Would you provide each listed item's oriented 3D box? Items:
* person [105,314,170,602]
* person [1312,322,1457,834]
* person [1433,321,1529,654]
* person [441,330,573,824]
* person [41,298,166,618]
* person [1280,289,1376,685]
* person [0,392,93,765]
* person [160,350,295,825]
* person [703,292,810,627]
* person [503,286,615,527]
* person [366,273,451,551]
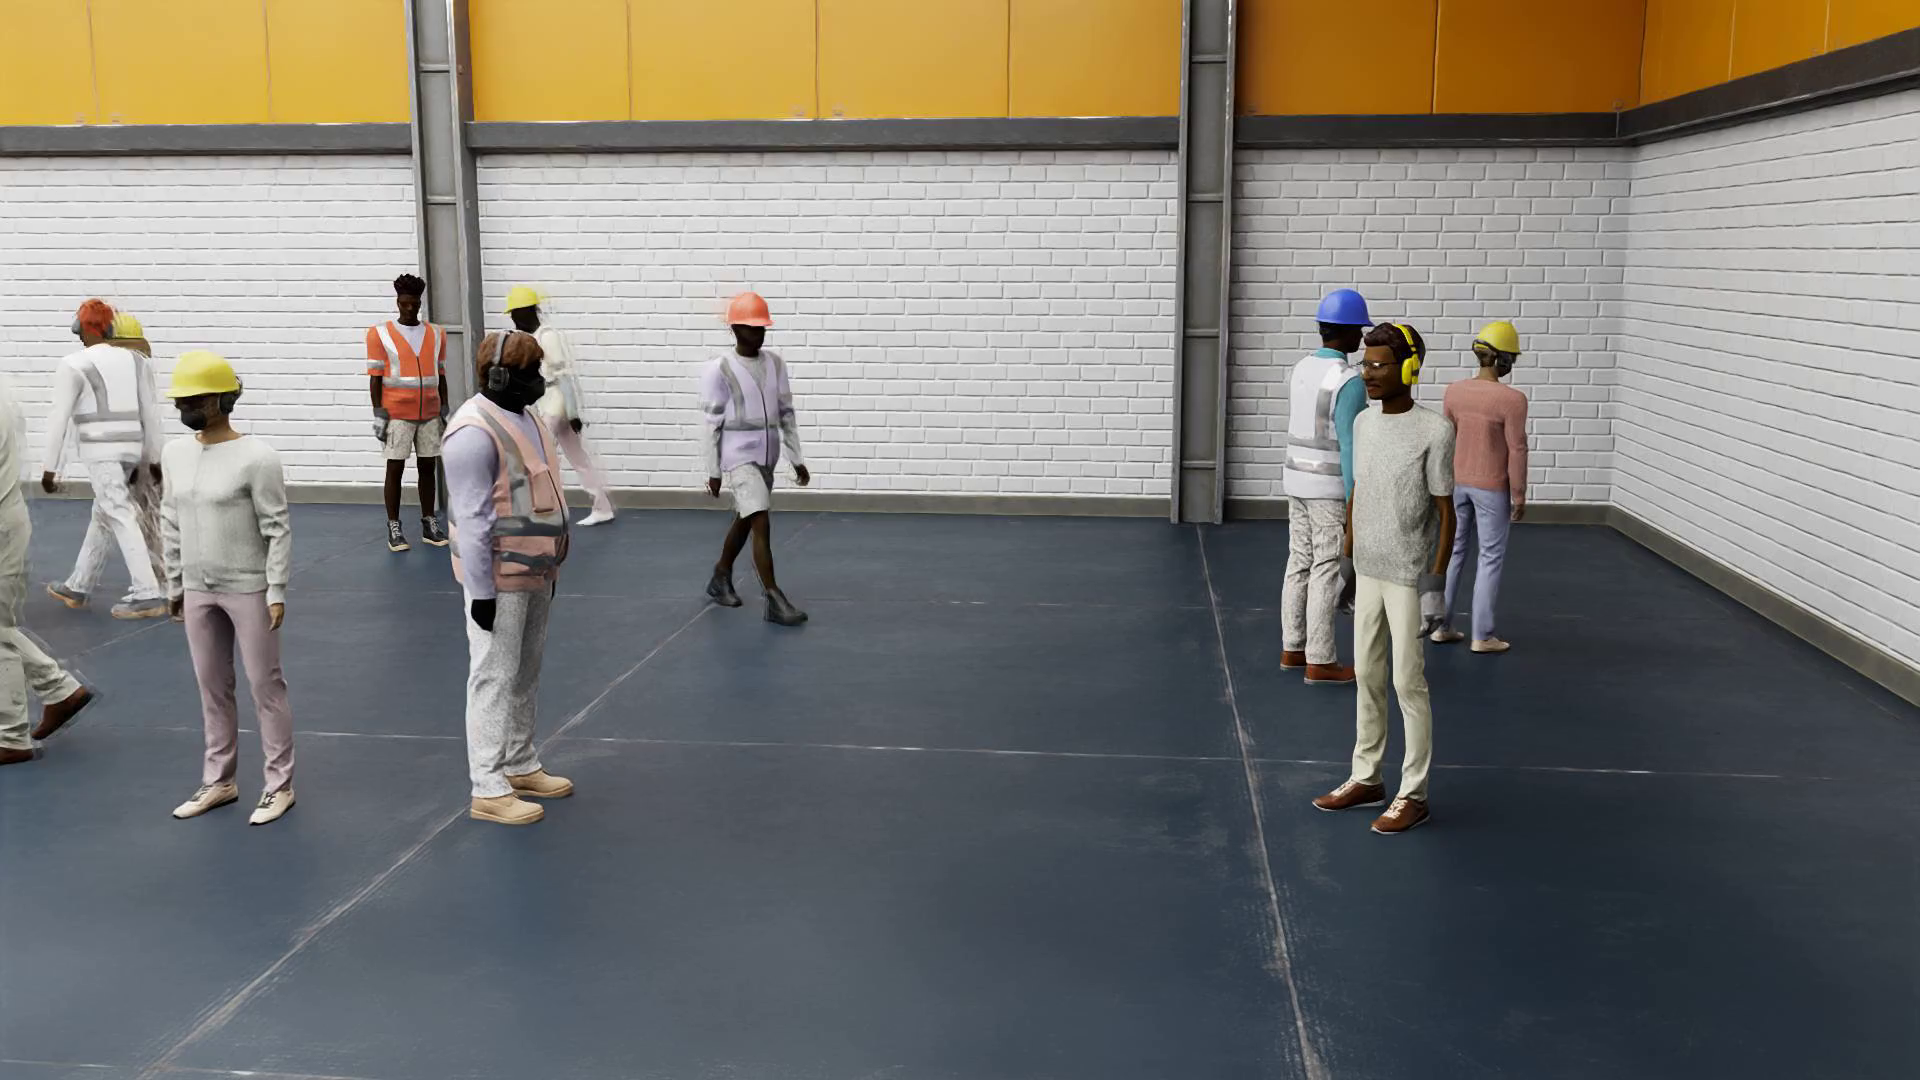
[{"bbox_3d":[-5.012,-0.498,10.110,0.310,1.744,0.486,-3,10,-16],"label":"person"},{"bbox_3d":[1.578,0.140,6.104,0.309,1.868,0.535,-6,11,-29],"label":"person"},{"bbox_3d":[2.776,-0.273,8.808,0.342,1.754,0.531,-7,12,-35],"label":"person"},{"bbox_3d":[-1.681,0.134,6.255,0.430,1.836,0.629,2,10,9],"label":"person"},{"bbox_3d":[-5.062,-0.475,9.695,0.963,1.828,0.669,3,10,16],"label":"person"},{"bbox_3d":[1.819,-0.257,8.192,0.419,1.940,0.600,-3,10,-18],"label":"person"},{"bbox_3d":[-3.982,0.018,6.777,0.502,1.882,0.665,-5,11,-26],"label":"person"},{"bbox_3d":[-2.720,0.183,6.152,0.527,1.768,0.331,3,10,17],"label":"person"},{"bbox_3d":[-1.228,-0.488,9.642,0.986,1.893,0.555,9,13,42],"label":"person"},{"bbox_3d":[-3.142,-0.996,12.662,1.015,1.840,0.594,-4,11,-21],"label":"person"},{"bbox_3d":[-3.904,-0.910,11.855,0.600,1.958,0.377,-9,13,-42],"label":"person"}]
